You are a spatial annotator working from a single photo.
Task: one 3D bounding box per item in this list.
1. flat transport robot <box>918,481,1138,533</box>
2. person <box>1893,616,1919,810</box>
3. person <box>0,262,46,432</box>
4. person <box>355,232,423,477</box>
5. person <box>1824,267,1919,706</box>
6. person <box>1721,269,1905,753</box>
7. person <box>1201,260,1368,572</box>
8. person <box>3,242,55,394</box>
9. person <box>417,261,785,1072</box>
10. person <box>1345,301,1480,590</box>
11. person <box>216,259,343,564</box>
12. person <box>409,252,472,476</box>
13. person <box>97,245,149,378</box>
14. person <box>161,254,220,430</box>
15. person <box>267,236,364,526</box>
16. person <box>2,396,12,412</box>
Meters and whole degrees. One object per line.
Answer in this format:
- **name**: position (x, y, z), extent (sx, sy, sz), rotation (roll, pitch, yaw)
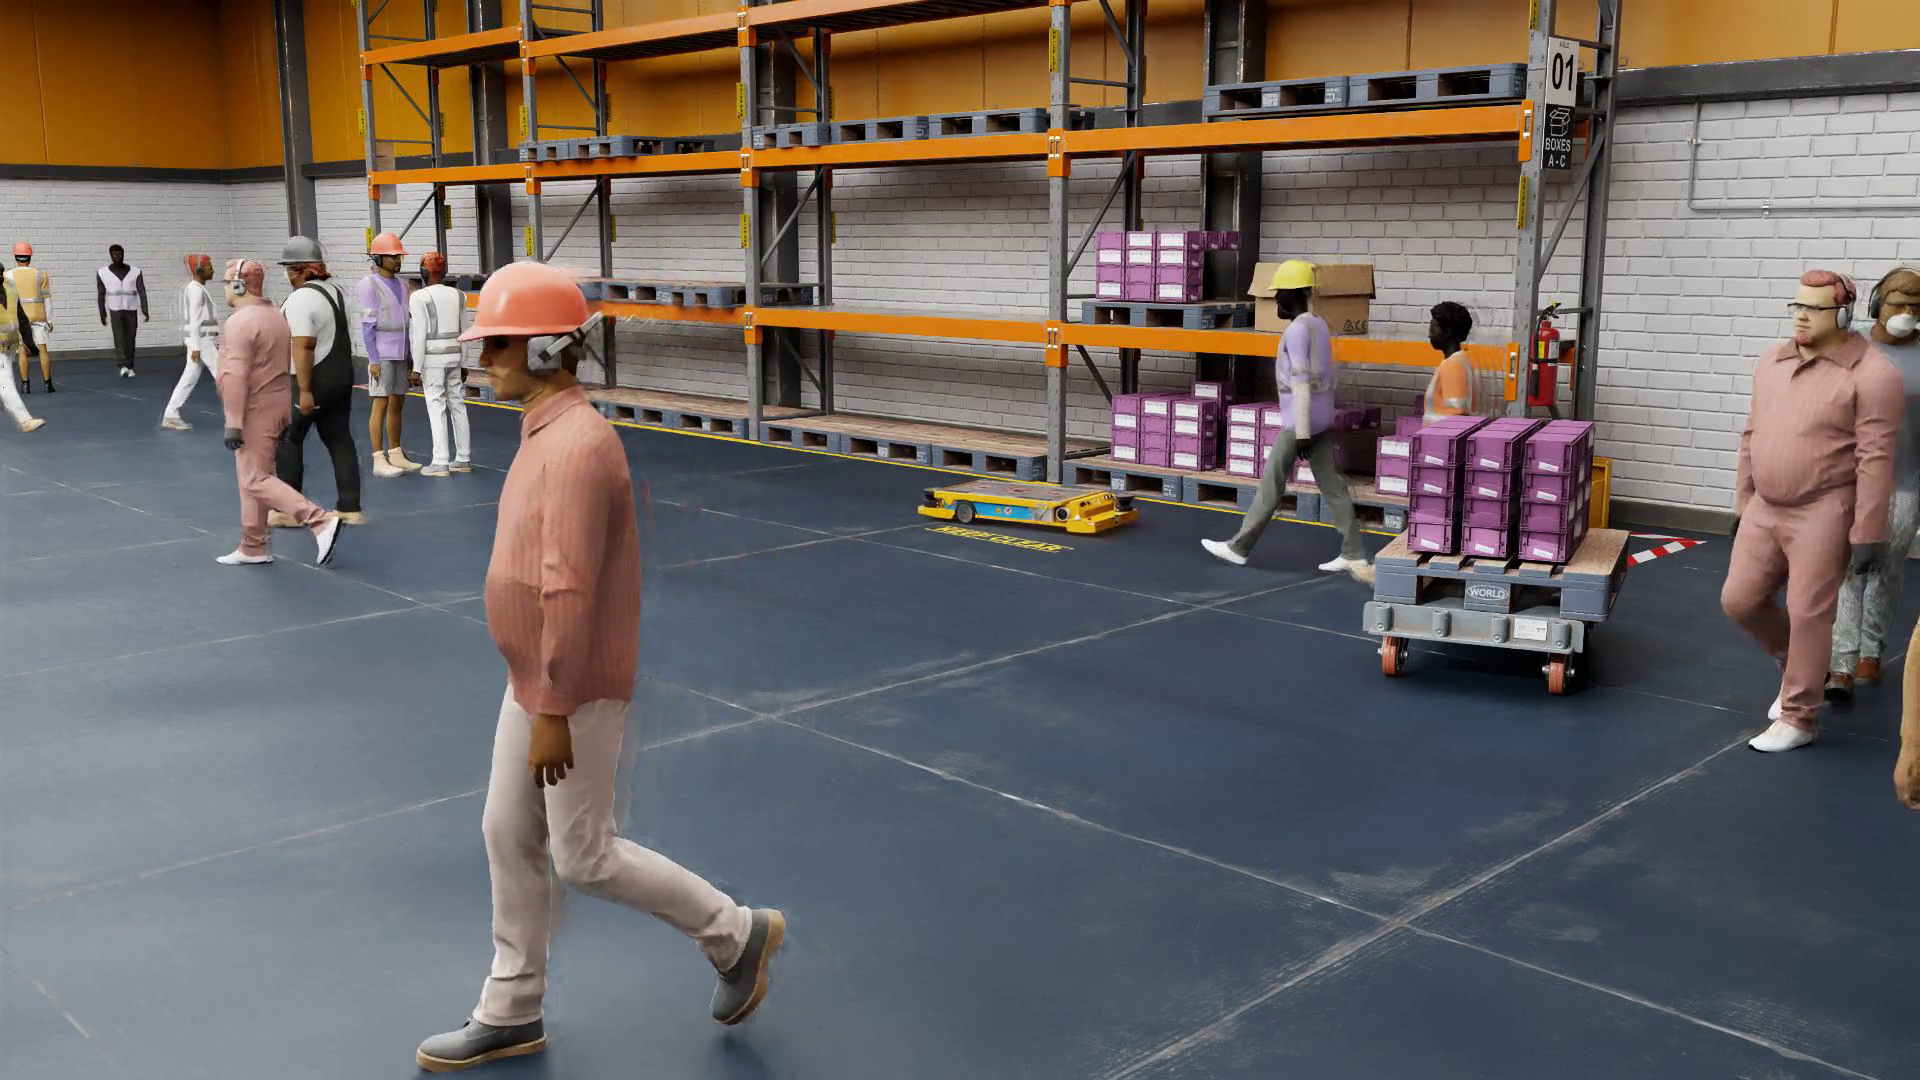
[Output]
- **flat transport robot**: position (0.473, -0.253, 11.752), extent (1.431, 0.197, 0.652), rotation (6, 12, 32)
- **person**: position (2.359, 0.470, 3.587), extent (0.602, 1.809, 0.840), rotation (7, 13, 35)
- **person**: position (-9.913, -2.001, 17.179), extent (1.001, 1.783, 0.616), rotation (3, 11, 14)
- **person**: position (-4.799, -1.563, 14.056), extent (0.389, 2.045, 0.606), rotation (3, 11, 16)
- **person**: position (3.987, -0.225, 7.208), extent (0.645, 1.878, 0.990), rotation (5, 12, 27)
- **person**: position (3.307, -0.104, 6.505), extent (0.461, 1.891, 0.669), rotation (-4, 11, -23)
- **person**: position (2.015, -0.731, 10.002), extent (1.015, 1.868, 0.611), rotation (5, 12, 27)
- **person**: position (-11.933, -2.841, 21.316), extent (0.549, 1.937, 0.358), rotation (-6, 12, -32)
- **person**: position (-0.887, 0.320, 4.010), extent (0.825, 1.968, 0.619), rotation (-5, 12, -26)
- **person**: position (2.638, -0.494, 9.272), extent (0.866, 1.647, 0.553), rotation (4, 11, 22)
- **person**: position (-4.187, -0.756, 10.084), extent (0.764, 1.887, 0.644), rotation (-1, 10, -3)
- **person**: position (-4.389, -1.481, 14.047), extent (0.337, 1.882, 0.584), rotation (6, 12, 31)
- **person**: position (-11.843, -3.227, 23.585), extent (0.601, 1.870, 0.995), rotation (-7, 13, -35)
- **person**: position (-7.895, -2.052, 17.311), extent (0.976, 1.838, 0.593), rotation (-5, 11, -25)
- **person**: position (-4.577, -1.098, 11.533), extent (0.805, 2.000, 0.708), rotation (1, 10, 7)
- **person**: position (-11.040, -2.262, 18.966), extent (0.308, 1.644, 0.516), rotation (10, 15, 44)
